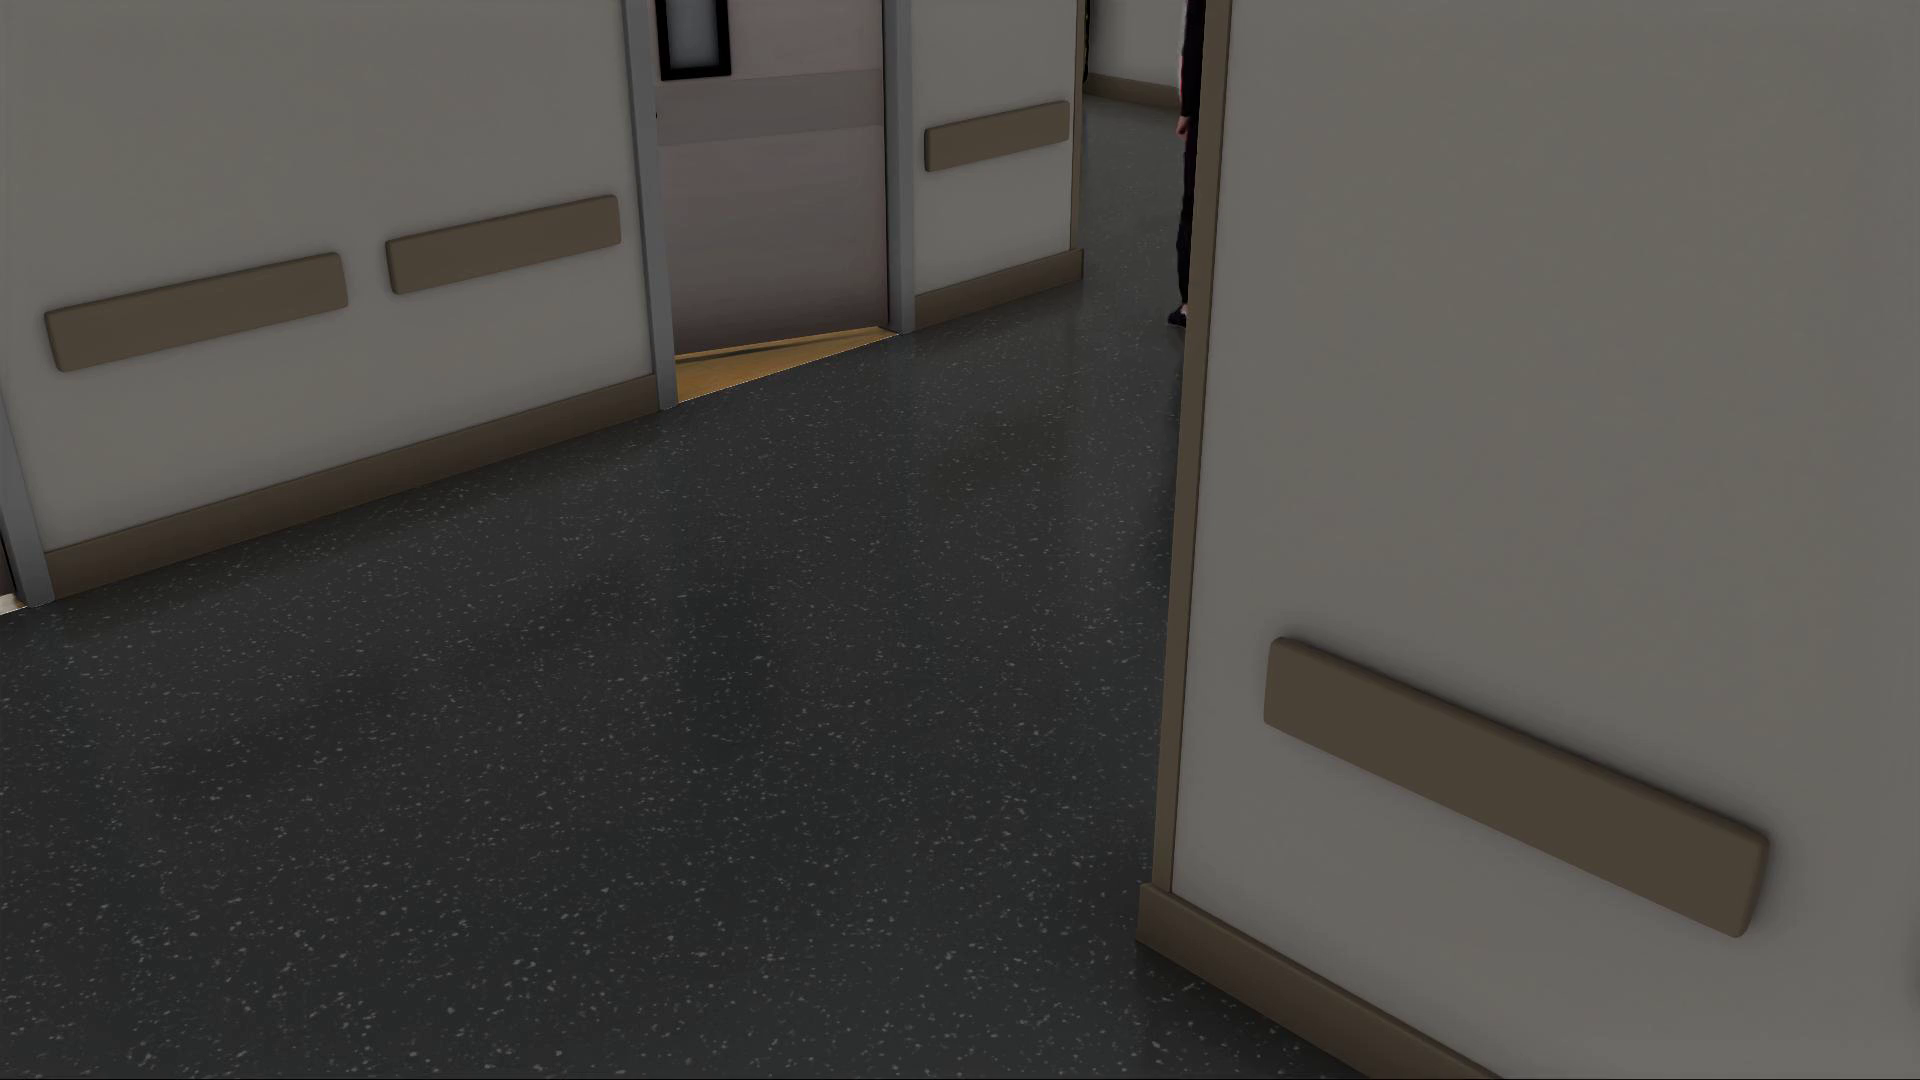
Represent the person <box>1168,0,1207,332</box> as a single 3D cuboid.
[{"bbox_3d":[1.206,-1.802,7.249,0.858,1.835,0.878,6,26,13],"label":"person"}]
